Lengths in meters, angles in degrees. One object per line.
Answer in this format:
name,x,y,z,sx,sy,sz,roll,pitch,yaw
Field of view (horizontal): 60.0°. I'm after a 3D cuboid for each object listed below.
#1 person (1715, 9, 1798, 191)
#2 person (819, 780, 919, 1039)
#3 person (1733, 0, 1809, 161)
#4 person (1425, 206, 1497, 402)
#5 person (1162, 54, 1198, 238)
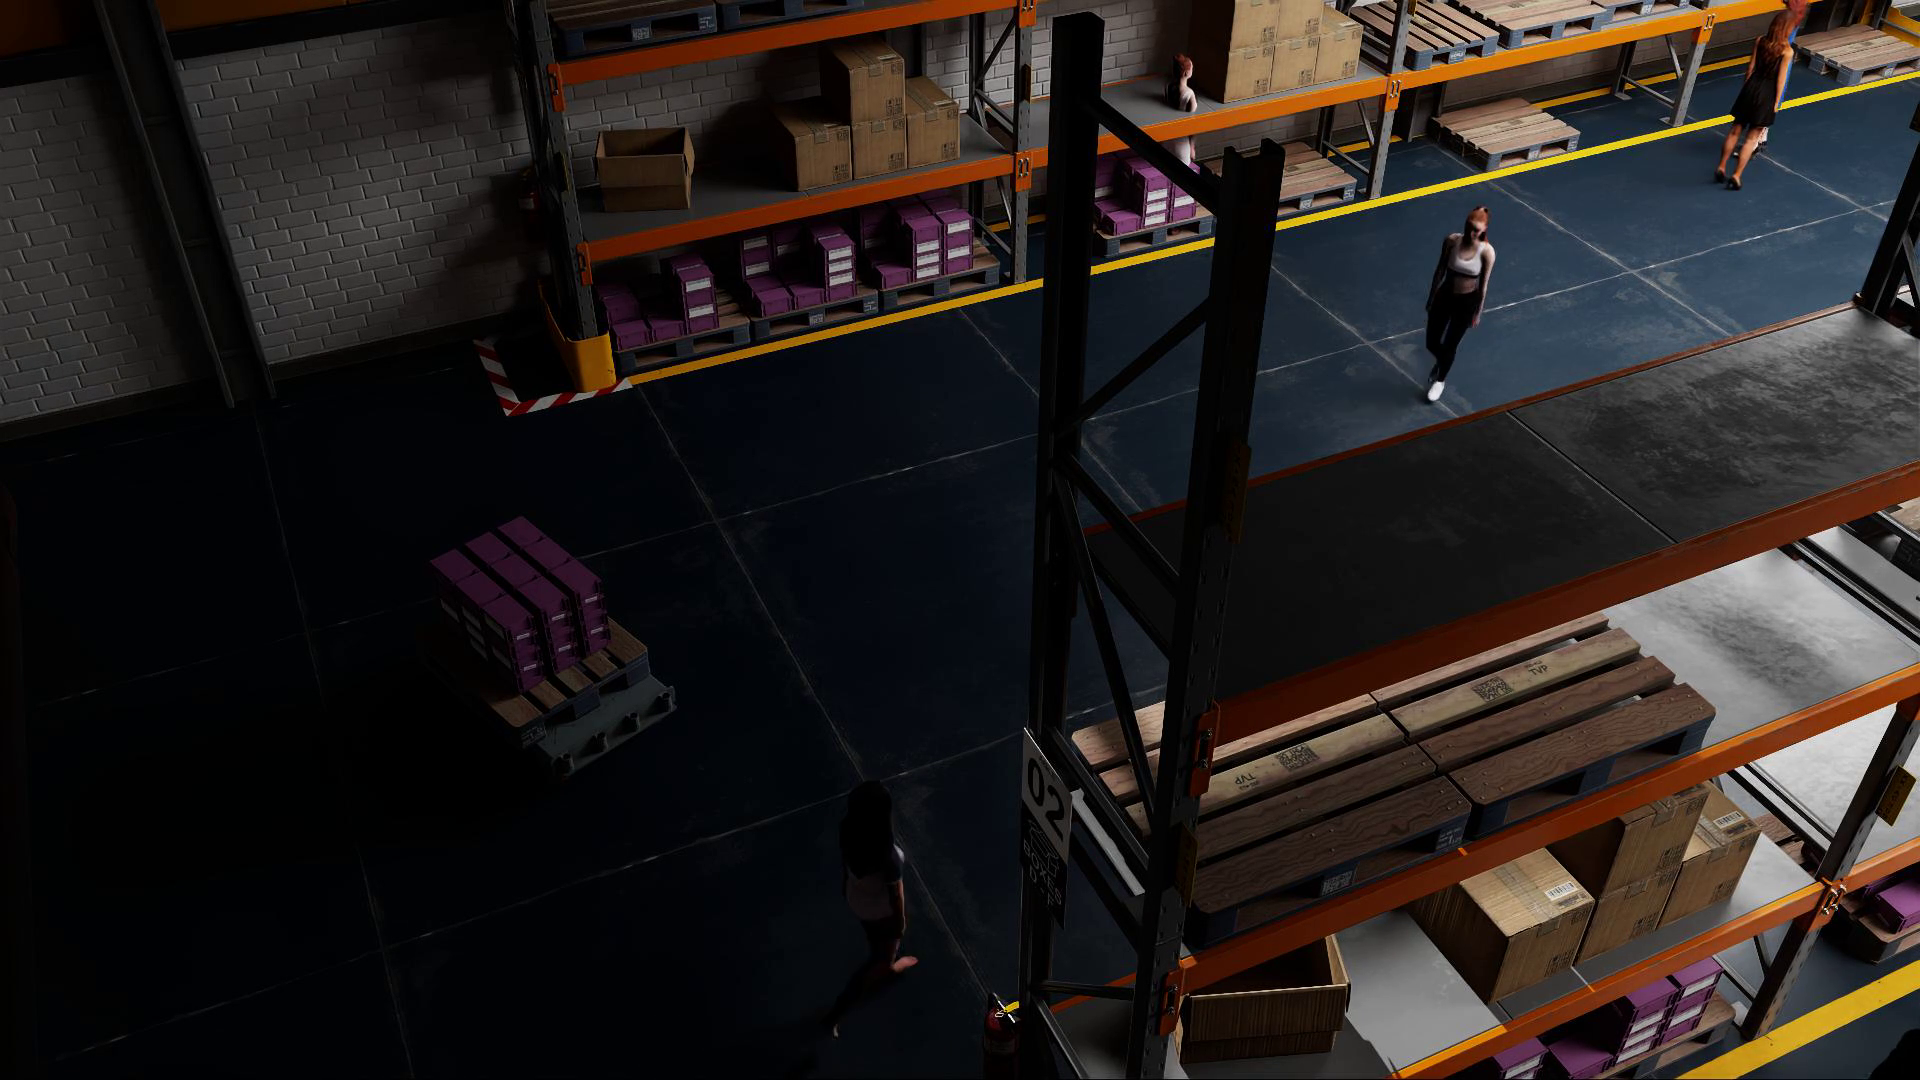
person,7.847,-4.325,16.394,0.580,1.832,0.614,-24,44,-27
person,-0.510,1.927,8.684,1.064,1.684,0.790,-30,47,-32
person,8.288,-4.761,16.947,0.764,1.824,0.645,24,44,27
person,4.047,-1.941,13.490,0.751,1.732,0.800,22,44,25
person,2.028,-3.710,15.660,0.542,1.787,0.569,-20,43,-23
